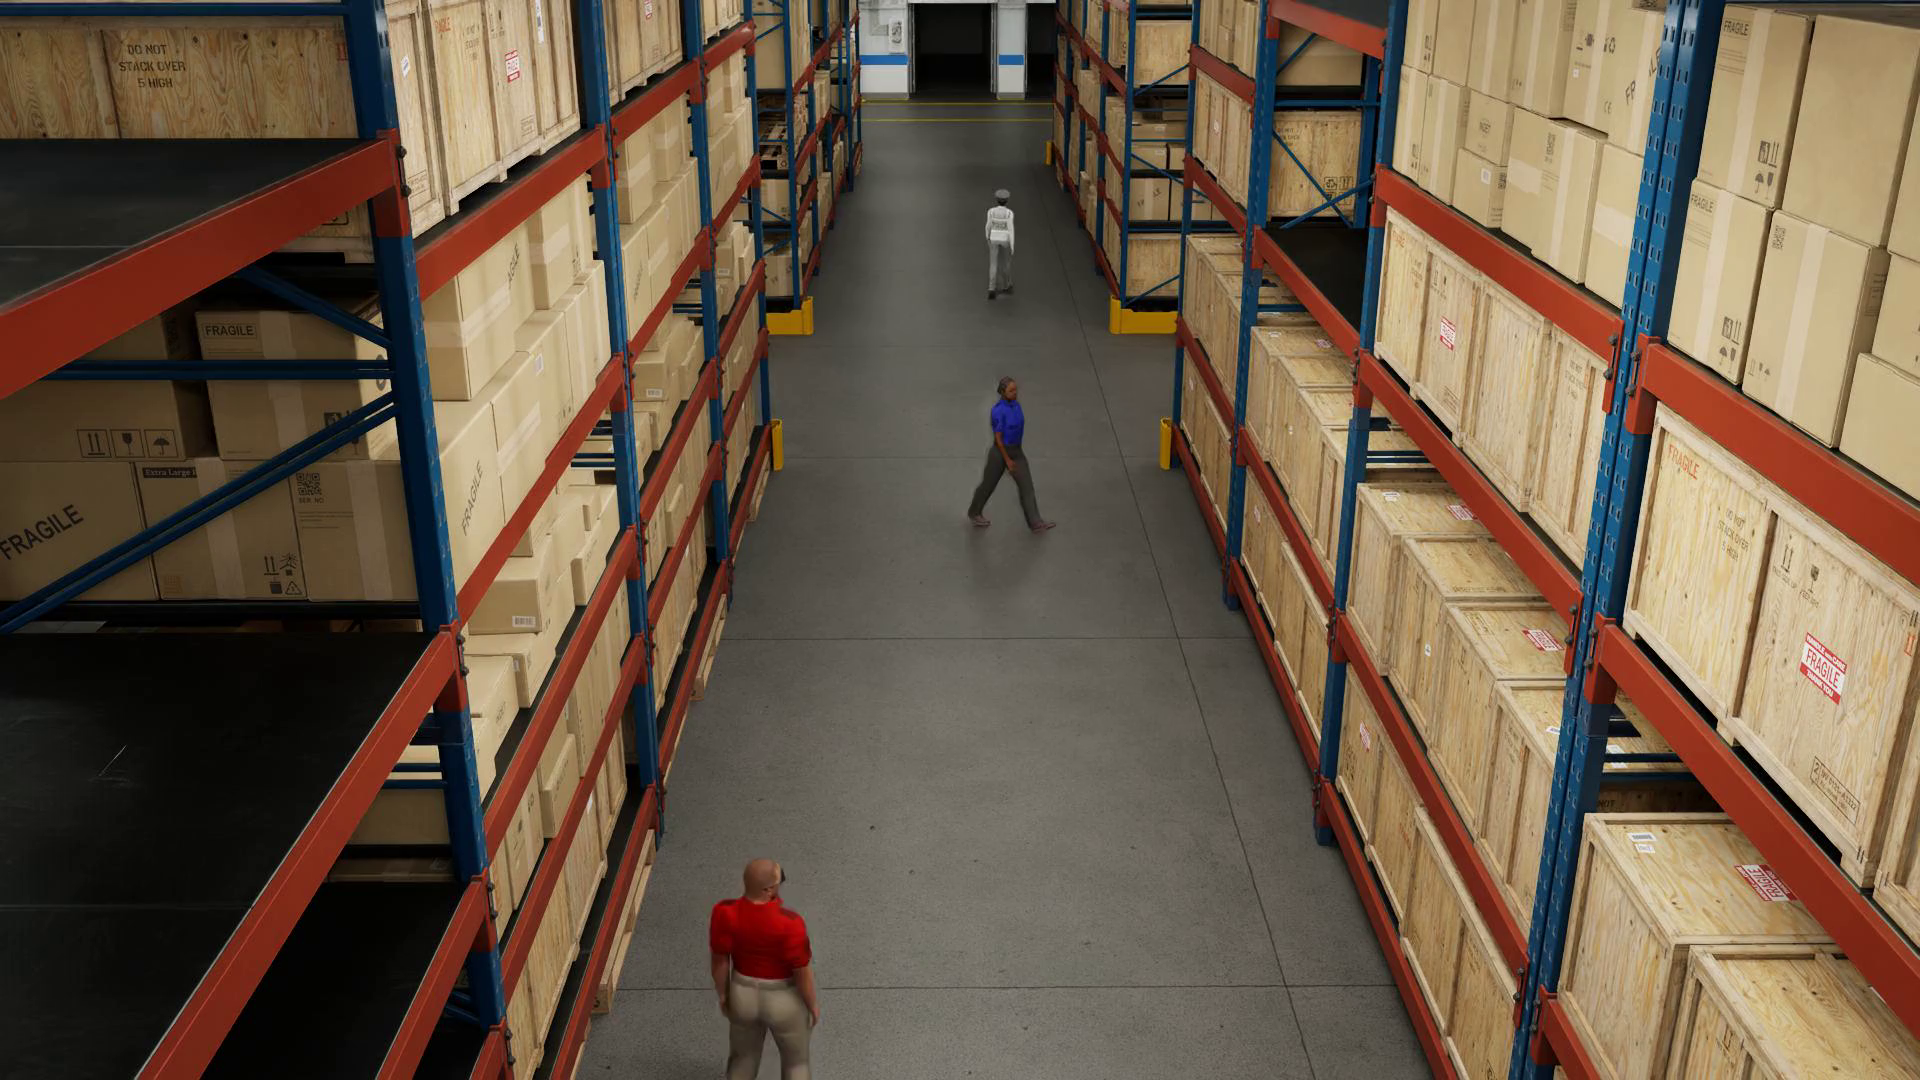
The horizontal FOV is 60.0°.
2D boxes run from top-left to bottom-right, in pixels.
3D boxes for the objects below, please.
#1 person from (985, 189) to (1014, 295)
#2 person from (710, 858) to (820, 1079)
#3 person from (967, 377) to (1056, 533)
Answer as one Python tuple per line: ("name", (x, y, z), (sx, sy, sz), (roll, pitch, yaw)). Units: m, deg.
("person", (0.645, -4.823, 26.855), (0.493, 1.649, 0.944), (3, 22, 8))
("person", (-0.972, 2.349, 8.619), (0.543, 1.739, 0.423), (6, 22, 15))
("person", (0.513, -0.858, 16.852), (0.991, 1.612, 0.477), (18, 28, 39))
